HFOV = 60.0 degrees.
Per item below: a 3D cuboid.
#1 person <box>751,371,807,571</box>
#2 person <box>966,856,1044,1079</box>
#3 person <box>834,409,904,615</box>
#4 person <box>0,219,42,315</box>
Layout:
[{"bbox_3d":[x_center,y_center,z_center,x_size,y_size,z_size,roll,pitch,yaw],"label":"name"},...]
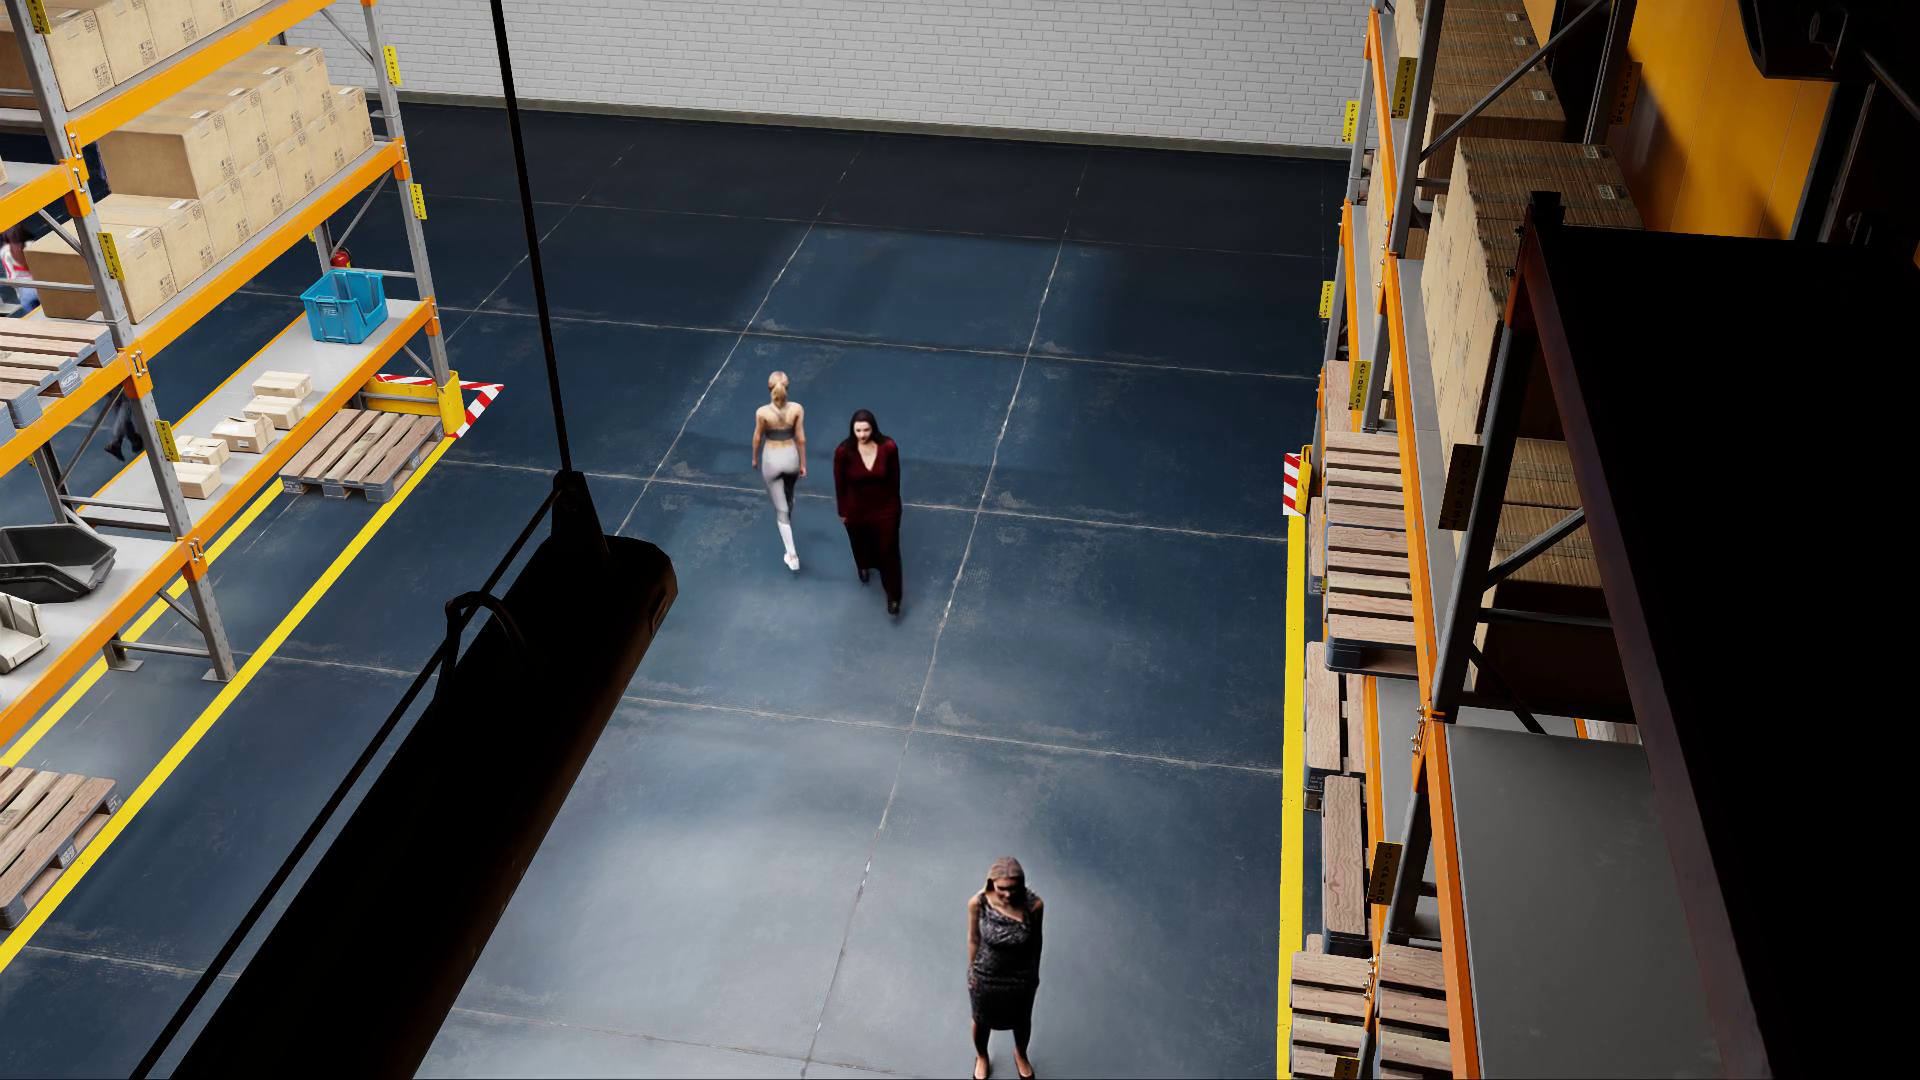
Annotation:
[{"bbox_3d":[-1.439,-0.540,13.491,0.931,1.660,1.186,-10,35,-14],"label":"person"},{"bbox_3d":[0.237,2.349,9.109,0.574,1.700,0.525,2,34,3],"label":"person"},{"bbox_3d":[-0.734,-0.313,13.110,0.900,1.704,1.212,-5,34,-7],"label":"person"},{"bbox_3d":[-9.059,-2.388,16.336,0.852,1.588,0.966,-12,36,-18],"label":"person"}]
